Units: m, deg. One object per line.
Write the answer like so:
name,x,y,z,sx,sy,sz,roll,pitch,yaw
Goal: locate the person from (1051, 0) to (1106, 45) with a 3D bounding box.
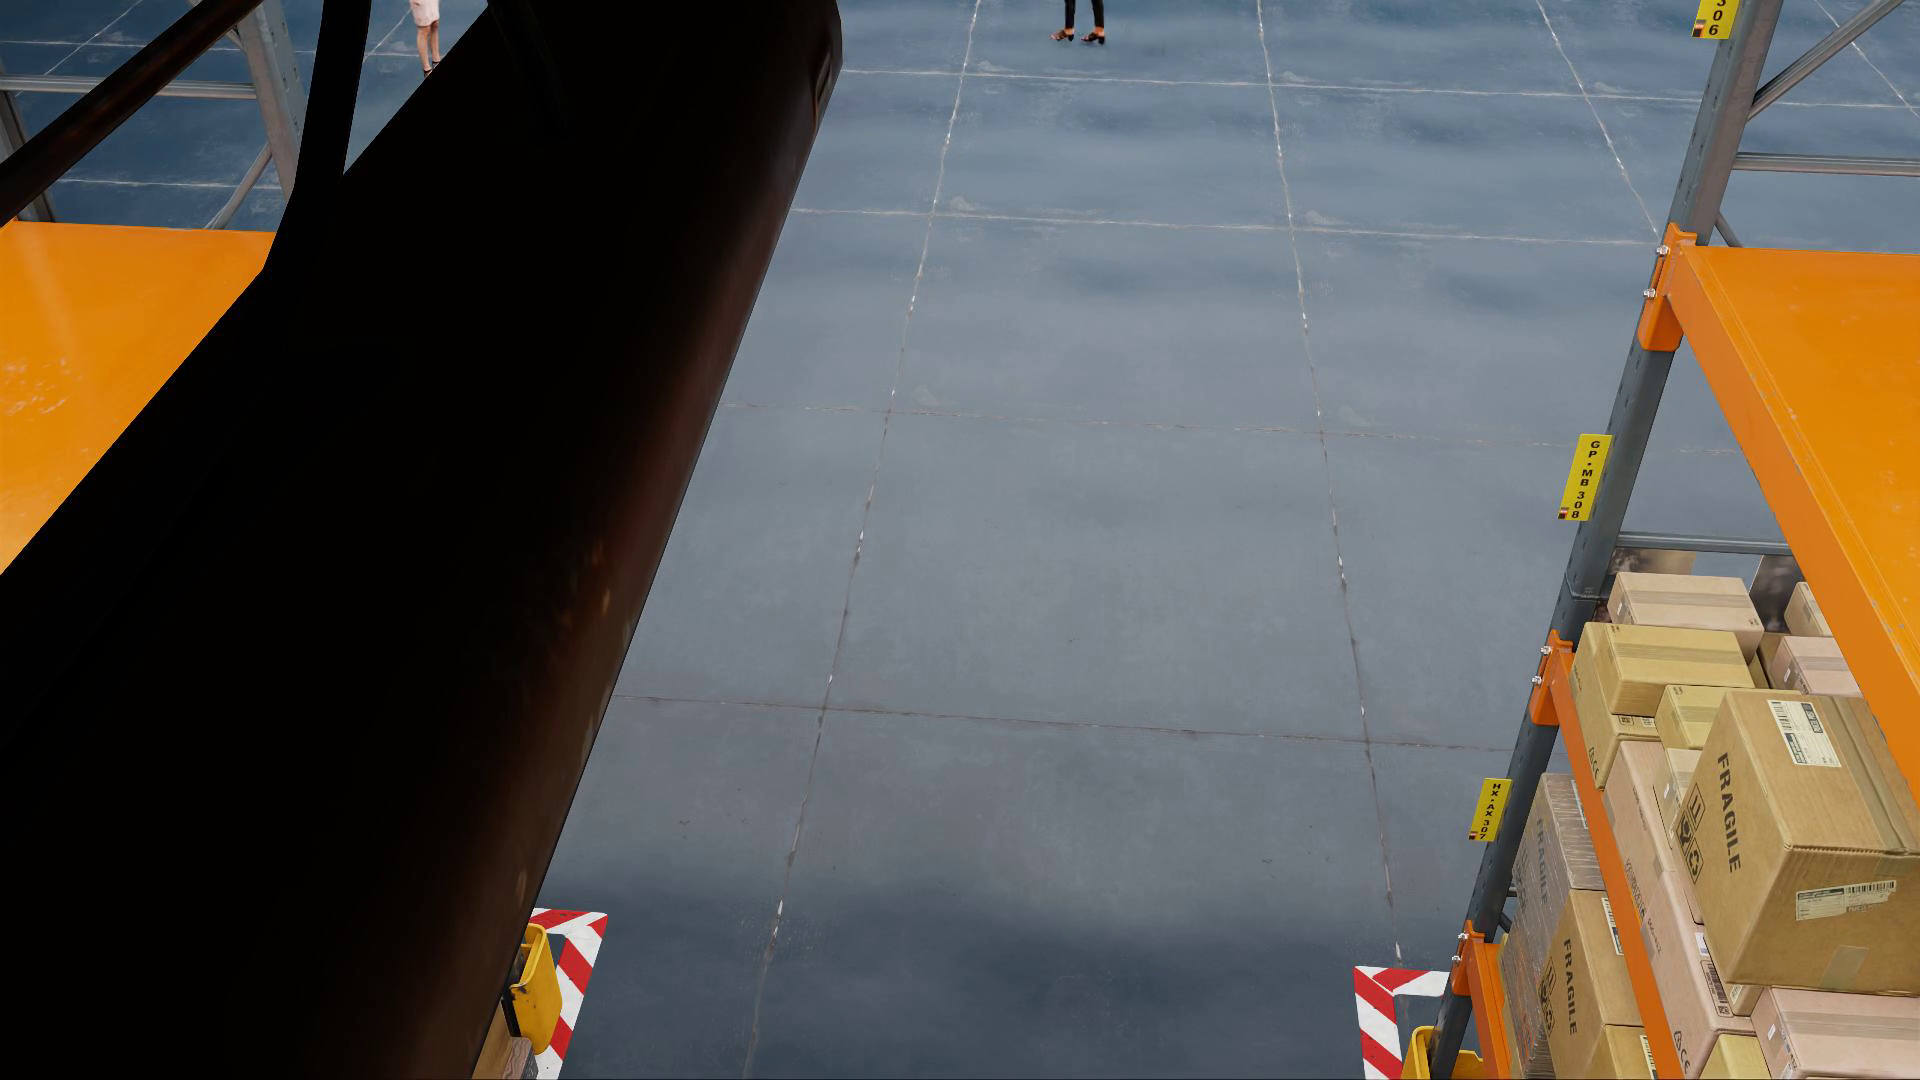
person,1.350,-5.727,16.451,0.768,1.685,0.757,10,39,12
